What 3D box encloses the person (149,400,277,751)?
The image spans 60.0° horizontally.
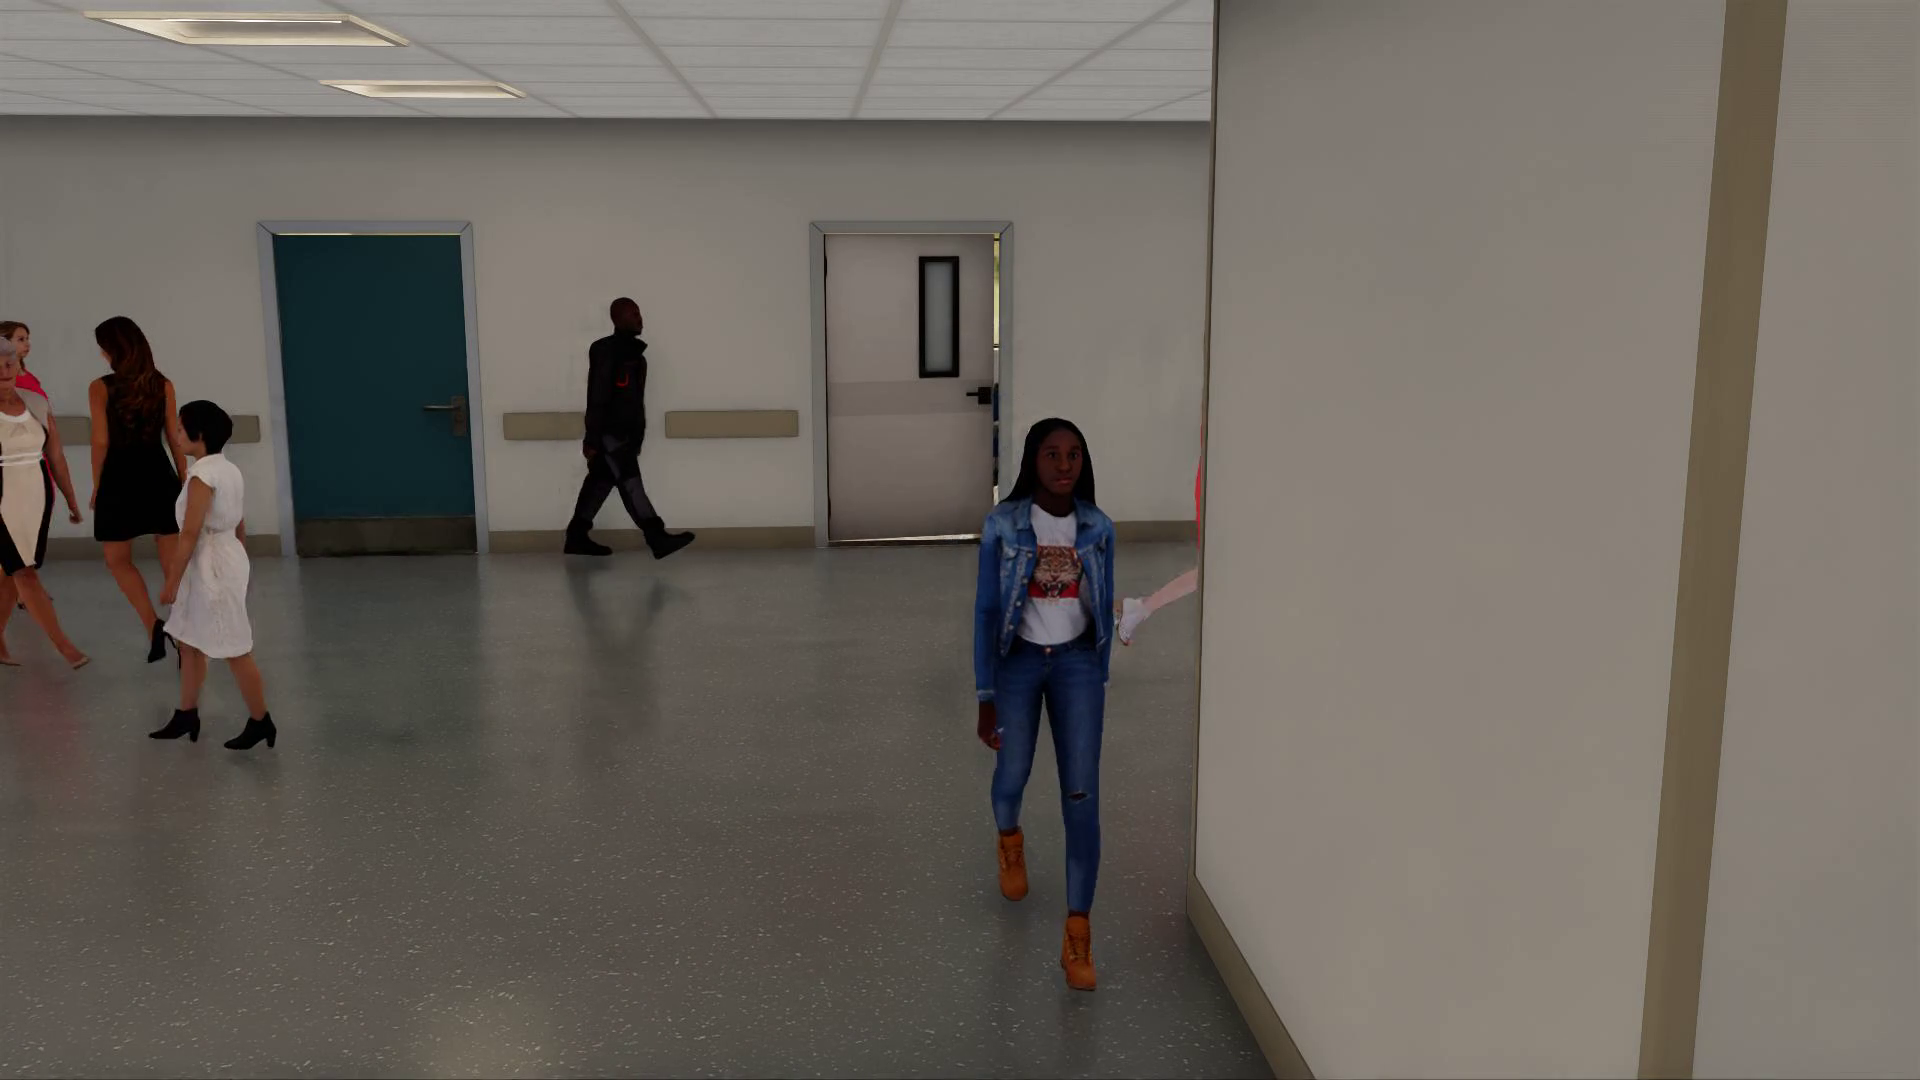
[{"bbox_3d":[-3.129,0.173,7.194,0.785,1.538,0.583,-2,11,-12],"label":"person"}]

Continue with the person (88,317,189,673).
[{"bbox_3d":[-4.134,-0.196,8.369,0.782,1.824,0.848,-7,13,-32],"label":"person"}]

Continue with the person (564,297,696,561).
[{"bbox_3d":[-2.419,-0.705,11.204,1.305,1.768,0.923,2,11,10],"label":"person"}]

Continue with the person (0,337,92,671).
[{"bbox_3d":[-4.838,-0.142,8.409,1.187,1.702,1.049,6,12,28],"label":"person"}]

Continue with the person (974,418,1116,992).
[{"bbox_3d":[0.236,0.473,5.283,1.143,1.660,0.657,-1,11,-6],"label":"person"}]

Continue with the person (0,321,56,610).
[{"bbox_3d":[-5.687,-0.467,10.053,0.537,1.728,0.572,-1,11,-7],"label":"person"}]
